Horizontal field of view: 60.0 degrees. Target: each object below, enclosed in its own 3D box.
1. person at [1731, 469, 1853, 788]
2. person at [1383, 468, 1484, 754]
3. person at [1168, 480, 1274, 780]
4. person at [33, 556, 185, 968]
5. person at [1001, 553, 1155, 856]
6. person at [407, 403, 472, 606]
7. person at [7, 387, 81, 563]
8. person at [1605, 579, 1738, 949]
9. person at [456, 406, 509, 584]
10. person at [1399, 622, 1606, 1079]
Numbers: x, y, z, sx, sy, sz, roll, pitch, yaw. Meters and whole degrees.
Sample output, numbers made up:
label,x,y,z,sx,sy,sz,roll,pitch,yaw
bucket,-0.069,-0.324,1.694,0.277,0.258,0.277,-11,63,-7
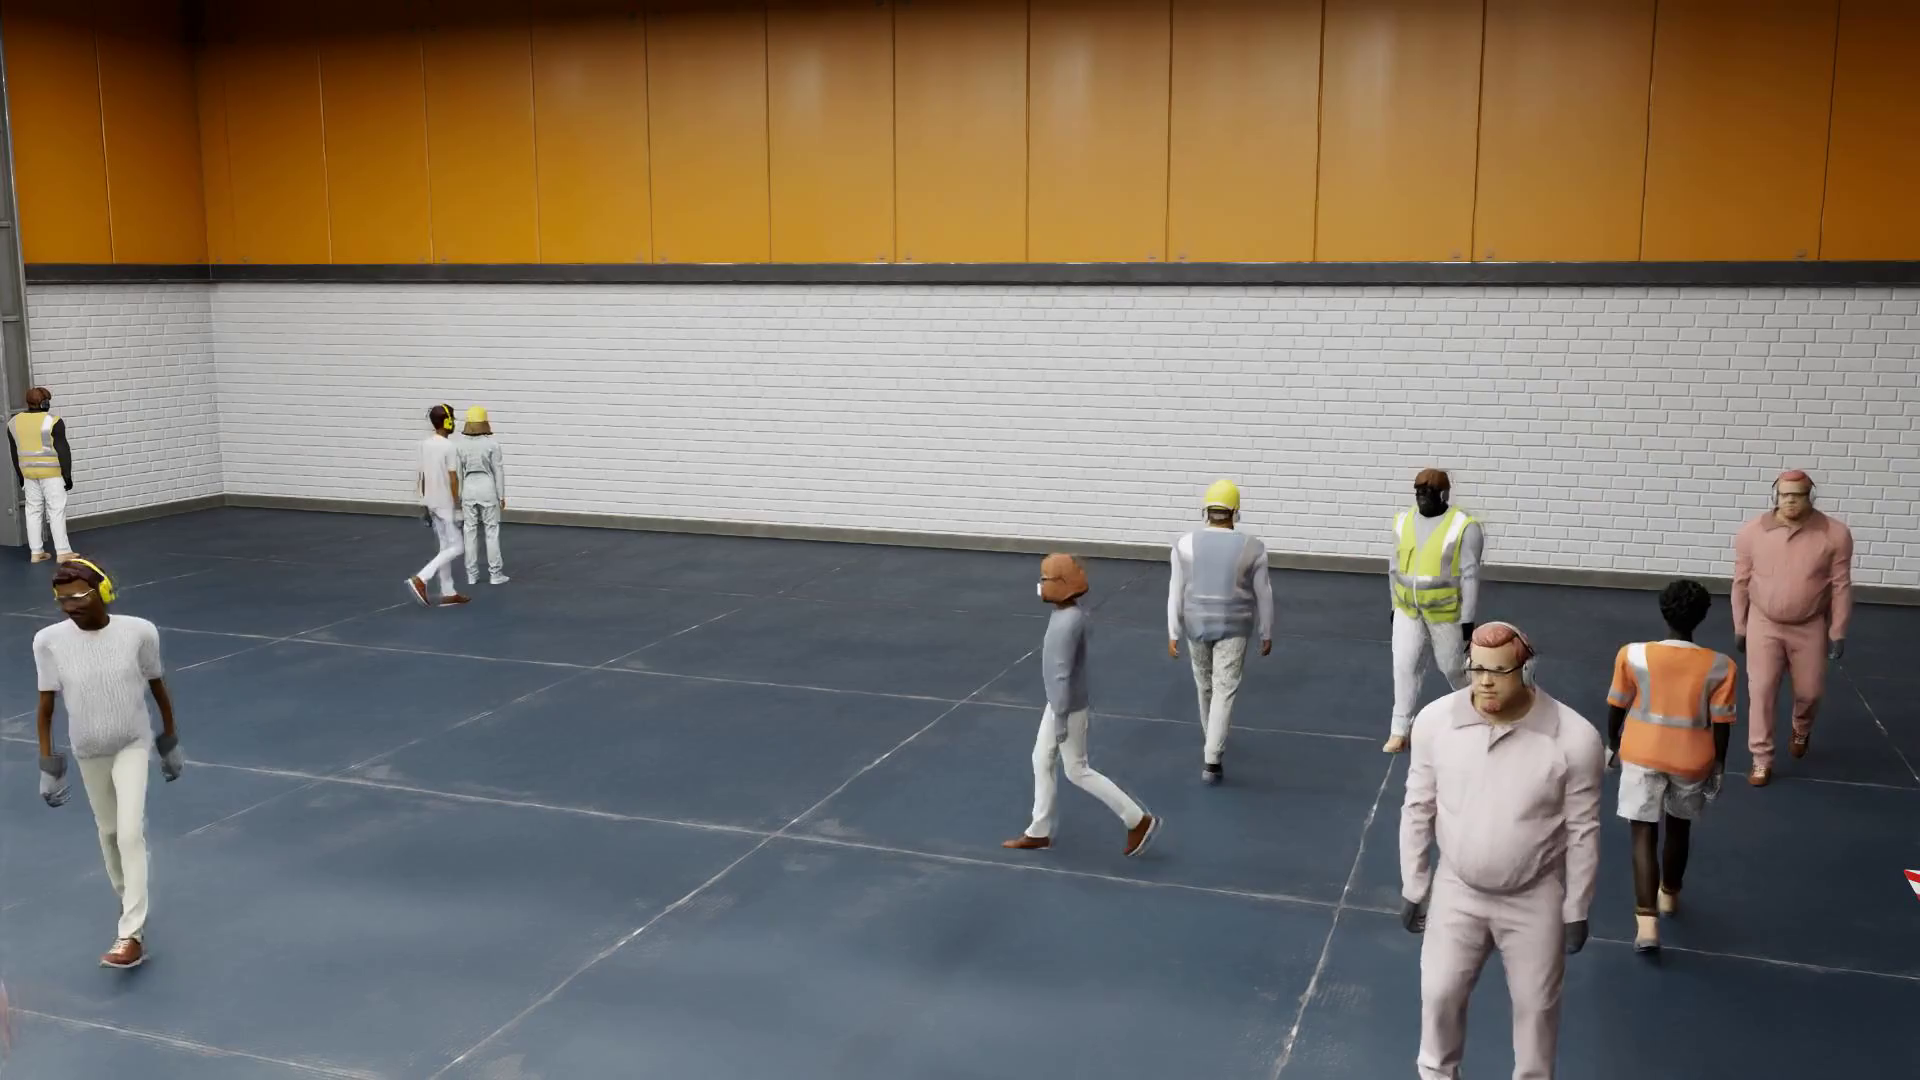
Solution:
label,x,y,z,sx,sy,sz,roll,pitch,yaw
person,4.973,0.497,9.981,0.649,1.888,0.758,5,10,28
person,3.058,0.425,10.659,0.645,1.818,0.877,8,12,42
person,1.593,0.523,10.139,0.609,1.780,0.954,3,10,19
person,-3.746,0.956,7.350,0.552,1.813,0.979,-3,10,-16
person,0.621,0.863,8.589,0.742,1.612,0.502,0,9,3
person,-4.701,-0.293,14.959,0.545,1.854,0.603,8,12,40
person,-9.557,-0.675,17.374,0.625,1.844,0.429,1,9,6
person,3.210,1.003,7.541,0.533,1.660,0.858,3,10,17
person,-4.665,-0.424,16.166,0.502,1.750,0.350,0,9,3
person,1.820,1.193,5.659,0.650,1.885,0.425,6,11,31
